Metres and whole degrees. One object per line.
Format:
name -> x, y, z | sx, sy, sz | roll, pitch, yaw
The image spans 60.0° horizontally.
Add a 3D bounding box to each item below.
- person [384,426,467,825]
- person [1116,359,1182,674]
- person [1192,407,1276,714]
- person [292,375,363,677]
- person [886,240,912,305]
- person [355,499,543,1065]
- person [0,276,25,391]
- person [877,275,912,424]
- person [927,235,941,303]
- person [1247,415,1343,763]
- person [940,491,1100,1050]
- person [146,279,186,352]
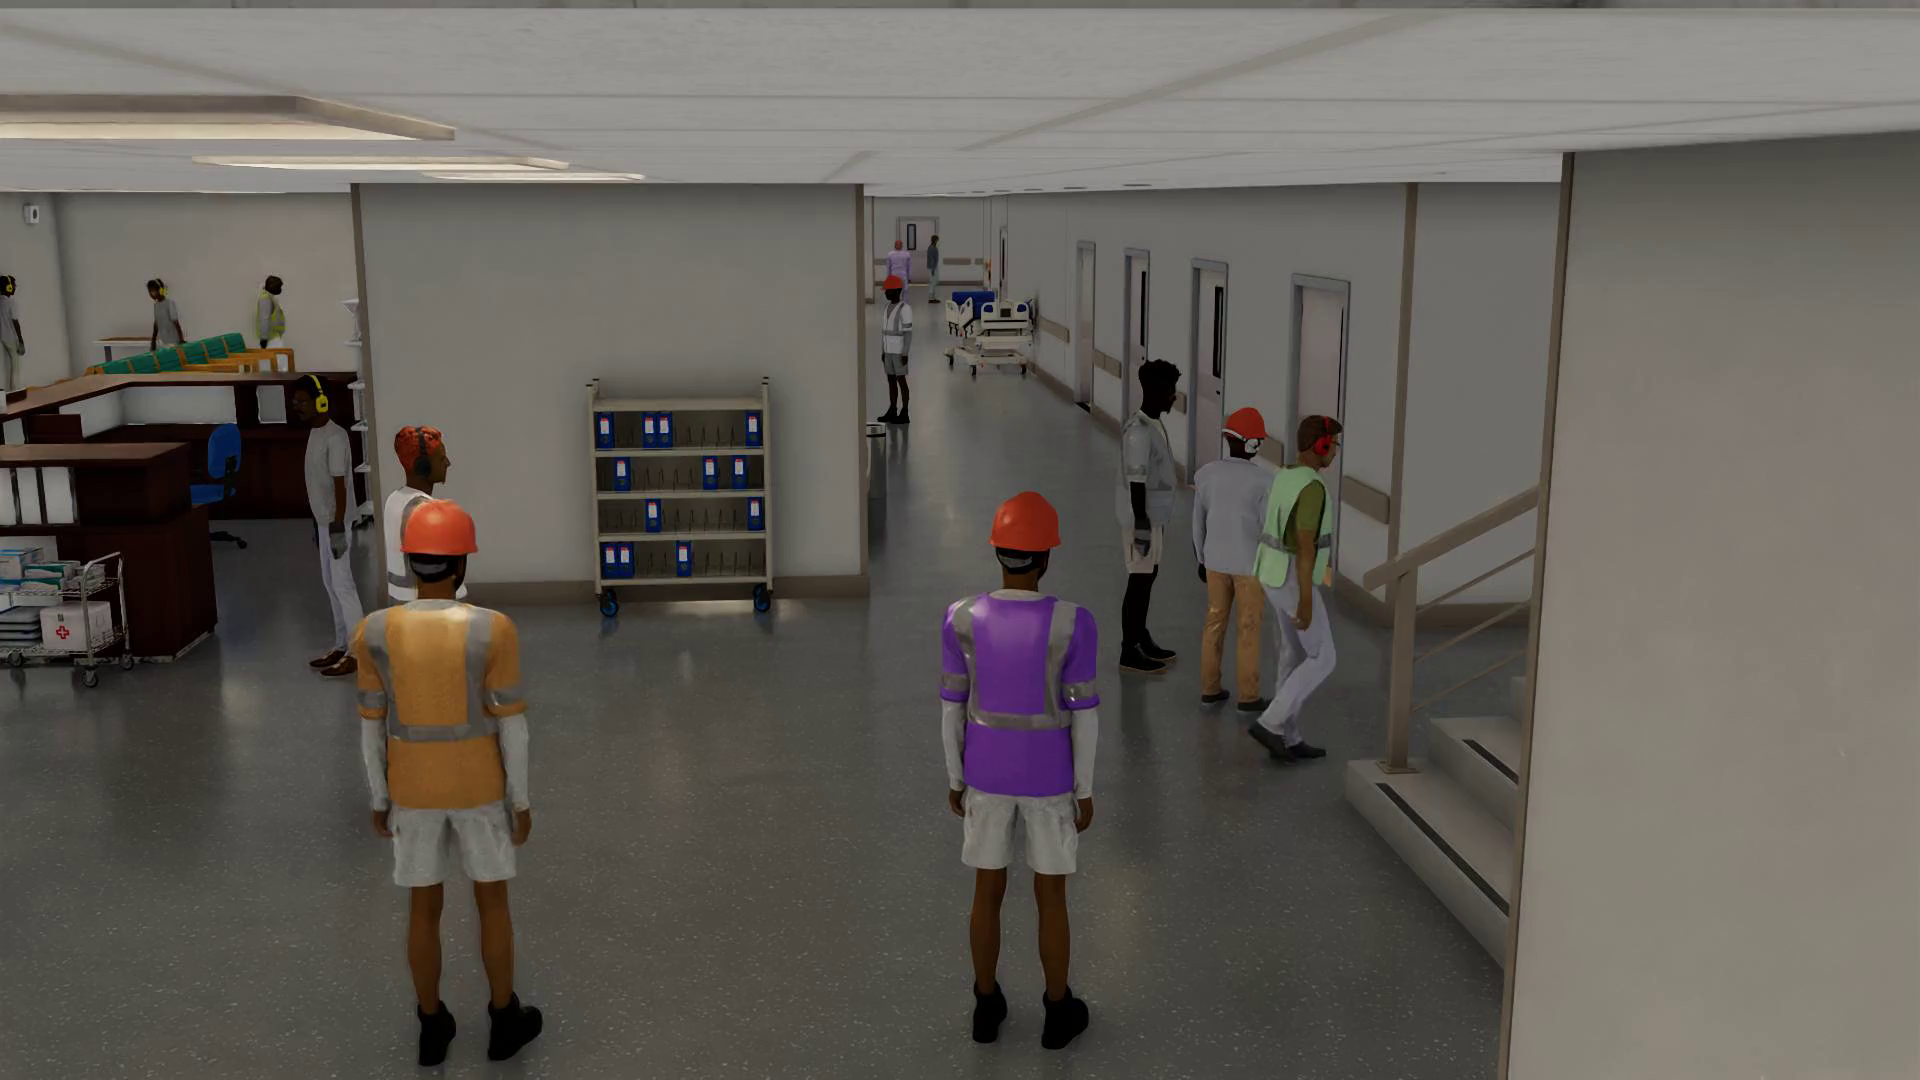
person -> -2.473, 0.404, 7.778 | 0.355, 1.883, 0.575 | -8, 14, -35
person -> 1.162, -0.146, 10.296 | 0.387, 1.954, 0.610 | 3, 12, 16
person -> 1.596, 0.115, 9.504 | 0.573, 1.750, 0.332 | 11, 16, 42
person -> -3.889, -0.091, 10.259 | 0.325, 1.862, 0.508 | -8, 14, -35
person -> -1.554, -6.670, 42.282 | 0.643, 1.909, 0.400 | -1, 12, -4
person -> -1.718, 0.824, 5.625 | 0.550, 1.931, 0.392 | 0, 12, -2
person -> -13.421, -2.797, 23.500 | 0.525, 1.856, 0.341 | 5, 13, 23
person -> -0.862, -2.486, 21.765 | 0.356, 1.937, 0.552 | -9, 15, -37
person -> -0.758, -7.686, 47.202 | 0.377, 1.931, 0.636 | 1, 12, 5
person -> 1.764, 0.259, 8.659 | 0.462, 1.808, 0.653 | -1, 12, -4
person -> 0.209, 0.795, 5.726 | 0.547, 1.938, 0.377 | 3, 12, 16
person -> -11.160, -2.740, 23.308 | 0.657, 1.810, 0.936 | 10, 15, 40
